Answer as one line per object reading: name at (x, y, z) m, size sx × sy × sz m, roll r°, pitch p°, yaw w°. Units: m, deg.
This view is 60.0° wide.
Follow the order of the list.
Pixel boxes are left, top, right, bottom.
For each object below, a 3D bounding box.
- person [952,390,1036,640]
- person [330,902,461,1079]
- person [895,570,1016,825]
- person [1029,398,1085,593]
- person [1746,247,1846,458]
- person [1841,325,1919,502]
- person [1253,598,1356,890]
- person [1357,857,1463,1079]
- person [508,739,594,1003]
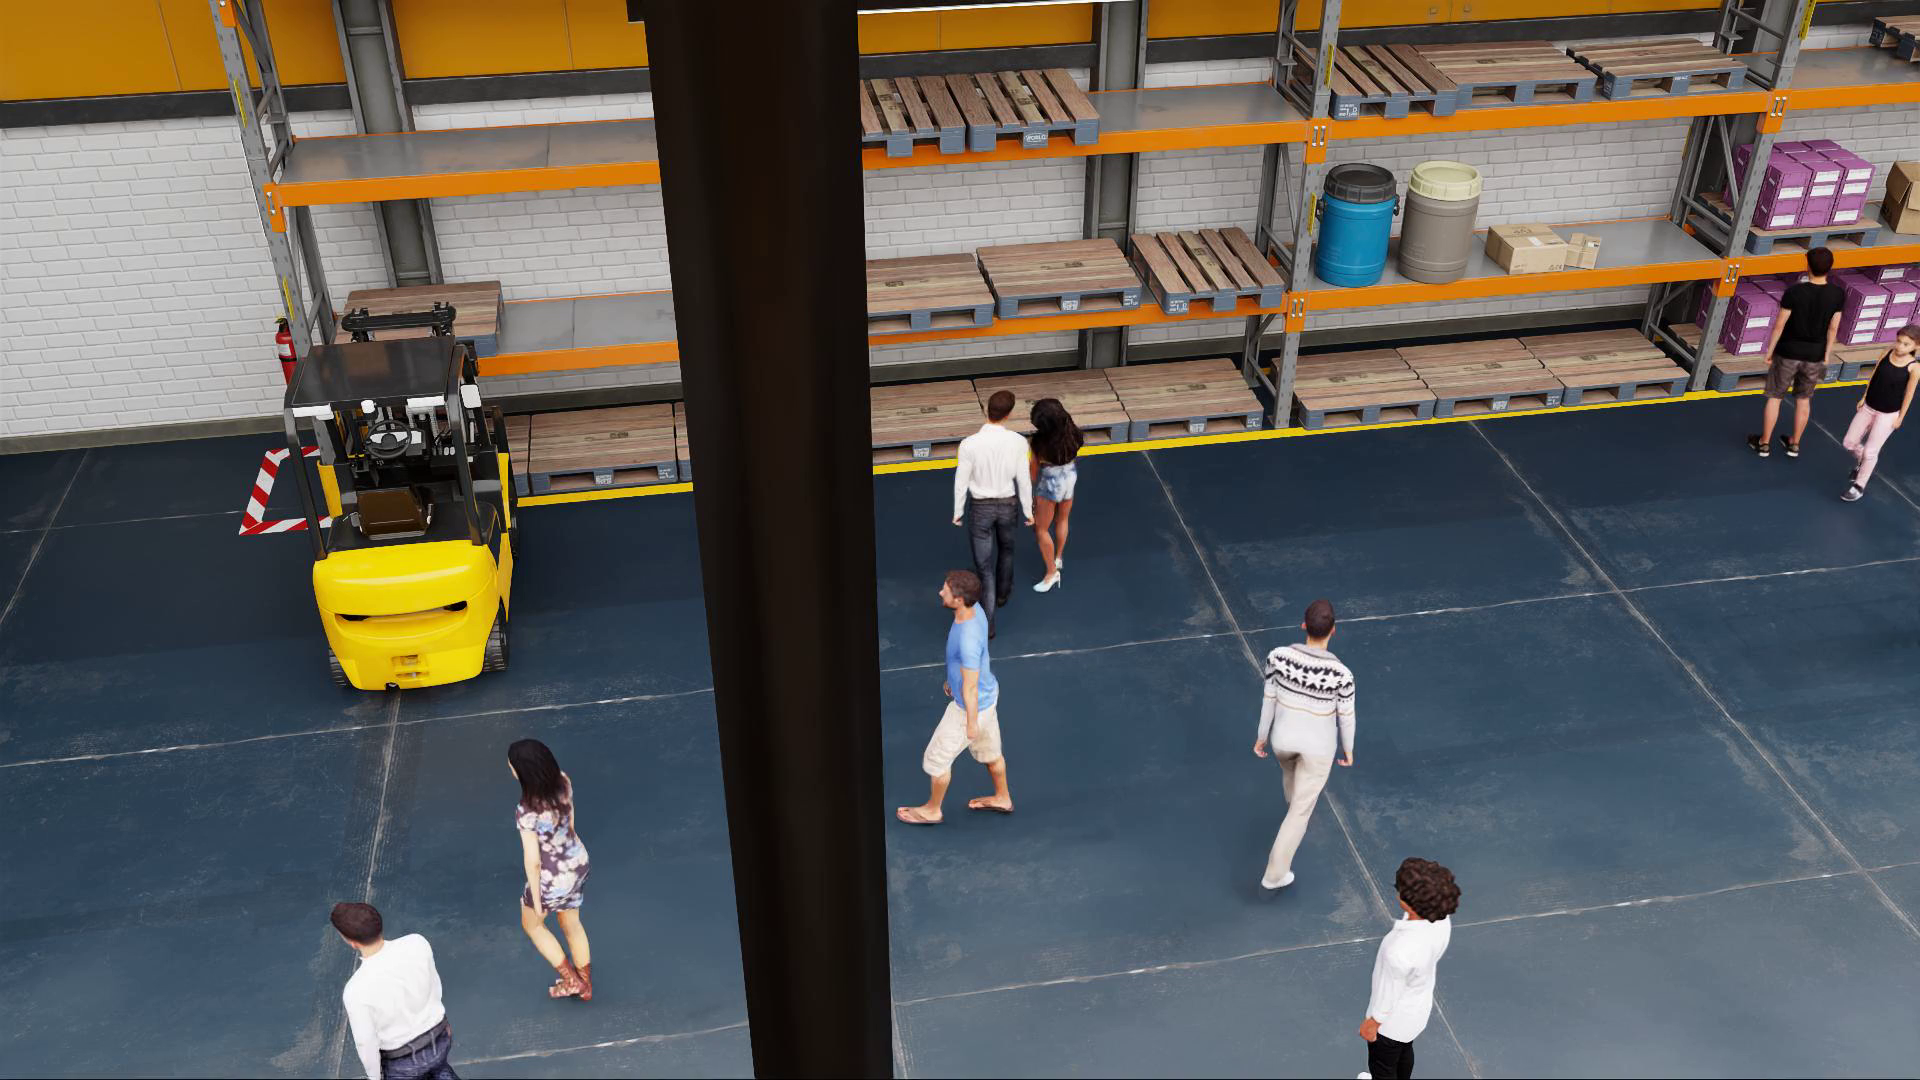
person at (0.244, -0.151, 11.786) m, size 0.822 × 1.838 × 0.833 m, roll -11°, pitch 35°, yaw -16°
person at (-2.530, 2.440, 7.877) m, size 0.868 × 1.850 × 0.807 m, roll 26°, pitch 42°, yaw 34°
person at (0.160, 0.984, 10.080) m, size 1.046 × 1.837 × 0.813 m, roll 4°, pitch 34°, yaw 5°
person at (0.714, -0.389, 12.365) m, size 0.679 × 1.593 × 0.797 m, roll -16°, pitch 37°, yaw -23°
person at (6.993, -1.547, 13.873) m, size 0.635 × 1.852 × 0.799 m, roll 5°, pitch 34°, yaw 8°
person at (7.456, -1.053, 13.401) m, size 0.789 × 1.553 × 0.662 m, roll -18°, pitch 38°, yaw -25°
person at (1.971, 1.237, 9.723) m, size 1.276 × 1.811 × 1.291 m, roll 19°, pitch 38°, yaw 26°
person at (2.168, 2.261, 8.183) m, size 0.790 × 1.810 × 0.715 m, roll 25°, pitch 41°, yaw 32°
person at (-2.092, 1.826, 8.924) m, size 0.773 × 1.714 × 0.742 m, roll 12°, pitch 36°, yaw 18°
